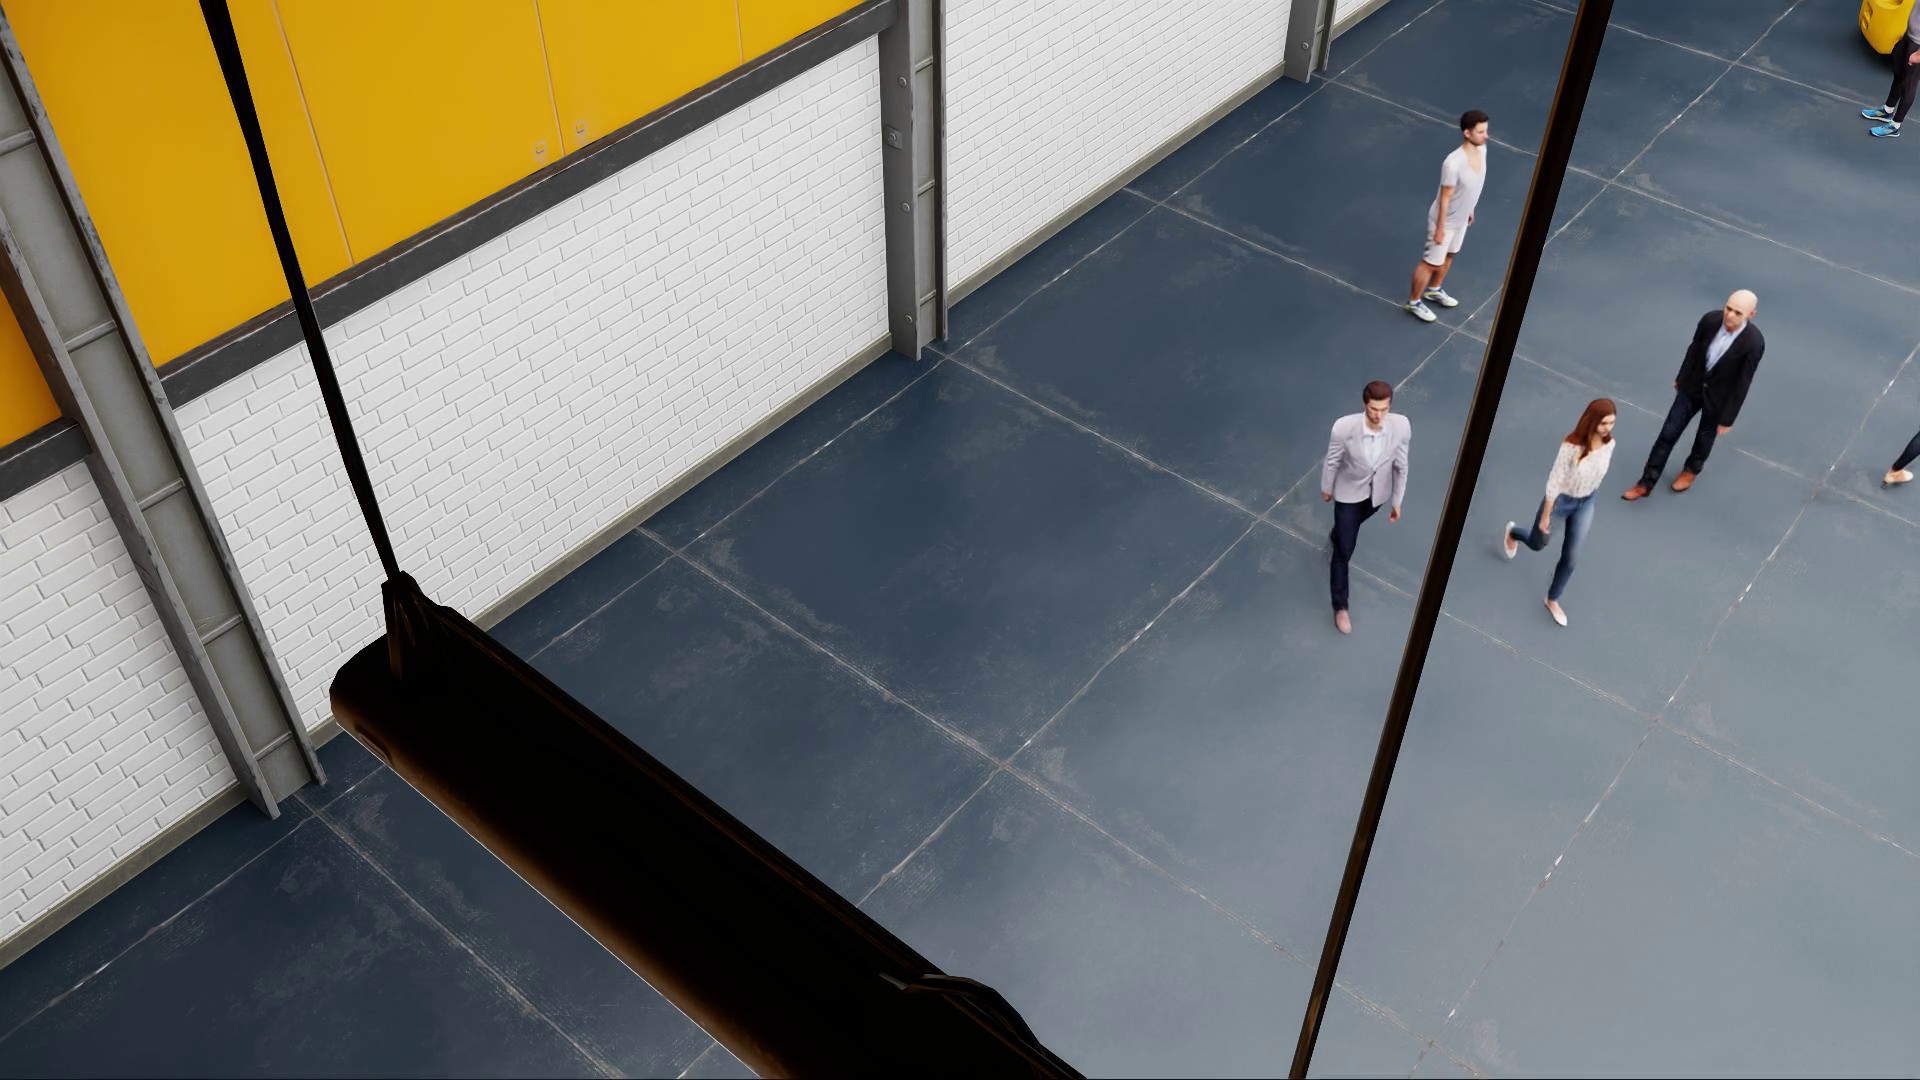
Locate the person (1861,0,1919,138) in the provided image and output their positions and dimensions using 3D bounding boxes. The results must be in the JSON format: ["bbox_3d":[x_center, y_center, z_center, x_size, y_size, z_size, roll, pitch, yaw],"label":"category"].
[{"bbox_3d":[8.997,-4.684,15.565,0.834,1.830,0.708,6,44,7],"label":"person"}]

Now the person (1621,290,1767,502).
[{"bbox_3d":[5.363,-1.067,11.810,1.050,1.773,0.827,-30,51,-28],"label":"person"}]

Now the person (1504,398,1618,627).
[{"bbox_3d":[3.977,-0.281,11.035,1.023,1.704,1.047,-7,44,-7],"label":"person"}]

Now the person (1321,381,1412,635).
[{"bbox_3d":[2.660,-0.380,11.072,1.212,1.796,1.280,-2,44,-3],"label":"person"}]

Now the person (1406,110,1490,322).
[{"bbox_3d":[3.947,-2.627,13.391,0.515,1.851,0.748,-33,53,-30],"label":"person"}]
